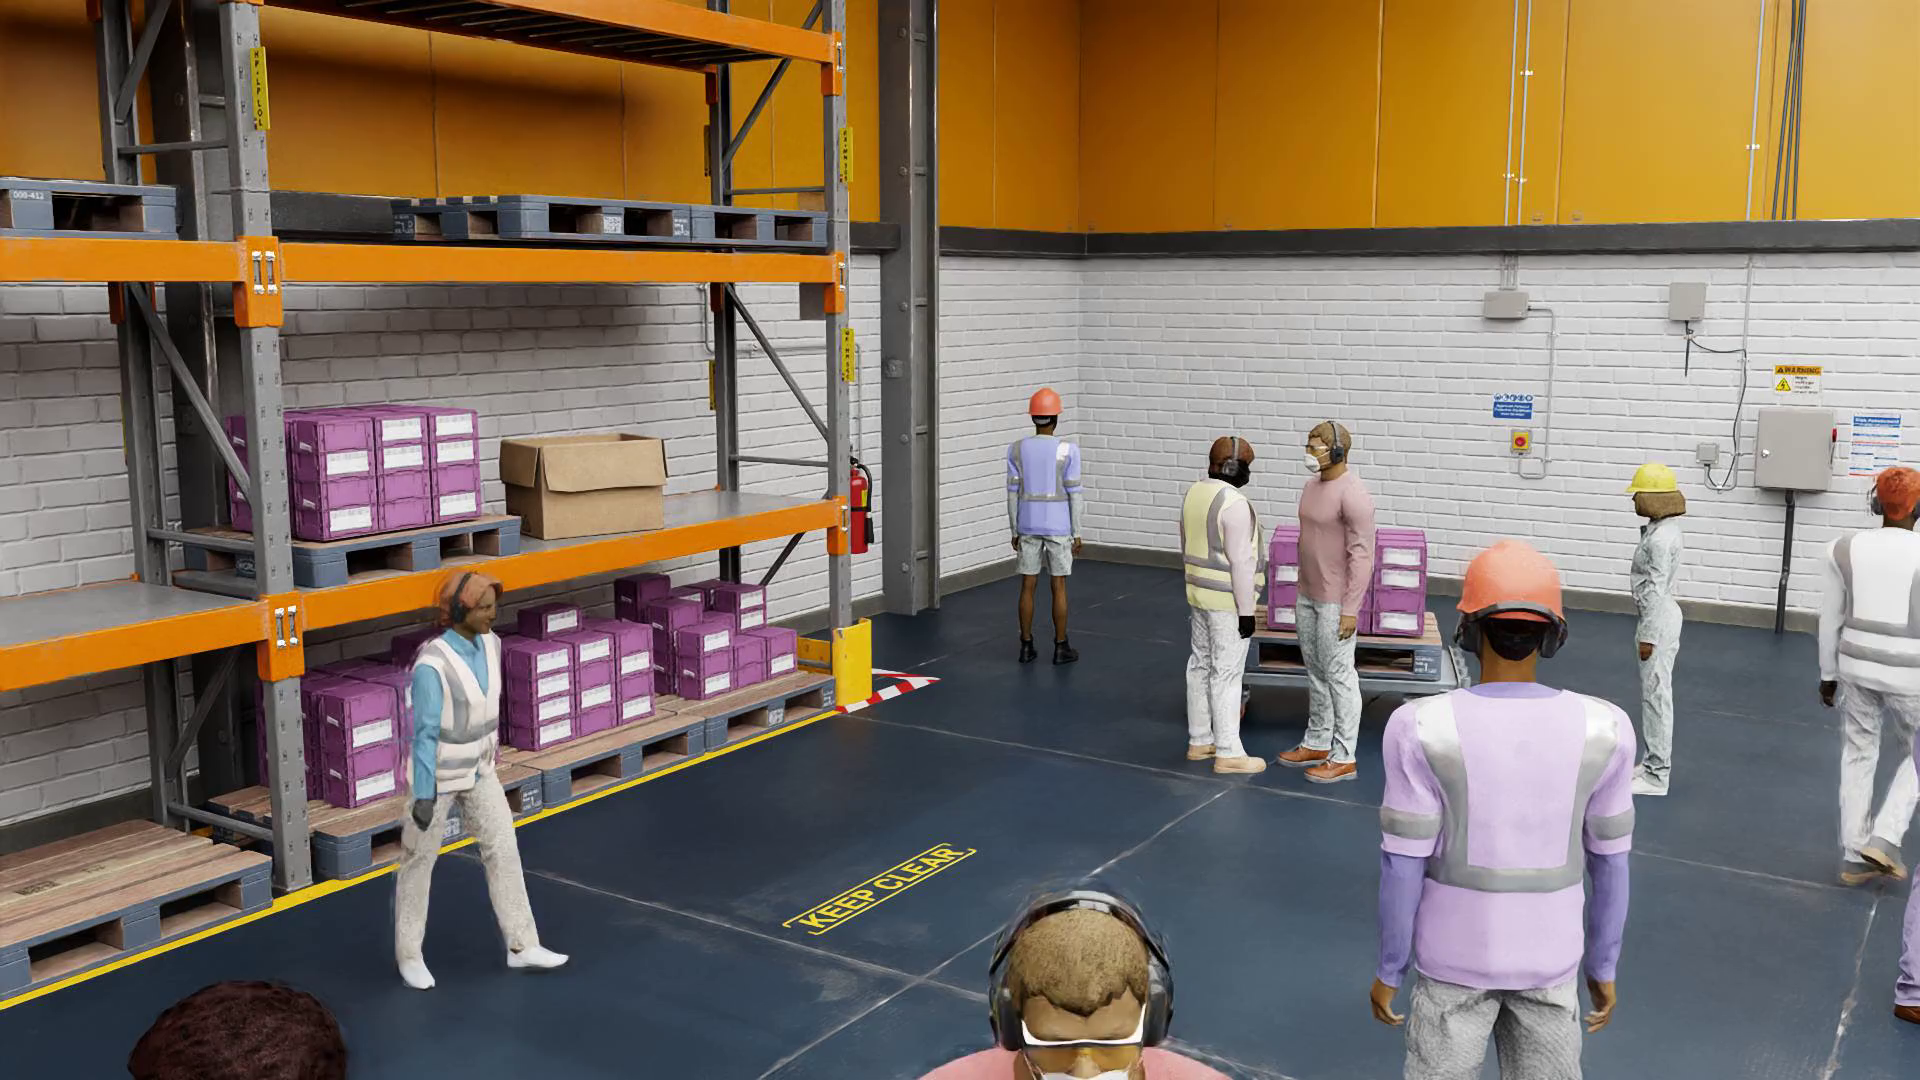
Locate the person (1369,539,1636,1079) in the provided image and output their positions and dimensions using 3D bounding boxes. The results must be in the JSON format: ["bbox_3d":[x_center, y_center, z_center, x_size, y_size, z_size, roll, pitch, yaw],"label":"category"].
[{"bbox_3d":[1.322,1.013,4.127,0.615,2.040,0.391,0,9,0],"label":"person"}]

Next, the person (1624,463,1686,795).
[{"bbox_3d":[3.606,0.462,8.709,0.320,1.738,0.485,4,10,24],"label":"person"}]

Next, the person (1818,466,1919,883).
[{"bbox_3d":[4.103,0.603,7.342,0.418,1.869,0.604,-7,11,-39],"label":"person"}]

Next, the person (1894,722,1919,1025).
[{"bbox_3d":[3.621,0.813,5.922,0.398,1.900,0.636,6,11,34],"label":"person"}]

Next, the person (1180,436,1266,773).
[{"bbox_3d":[1.451,0.348,9.124,0.429,1.837,0.621,-3,9,-20],"label":"person"}]

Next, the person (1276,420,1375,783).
[{"bbox_3d":[1.973,0.324,8.936,0.359,1.938,0.635,-2,9,-15],"label":"person"}]

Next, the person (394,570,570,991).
[{"bbox_3d":[-1.850,0.907,6.259,0.685,1.596,0.541,3,9,18],"label":"person"}]

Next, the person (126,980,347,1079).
[{"bbox_3d":[-0.736,1.425,1.898,0.466,1.907,0.644,-2,9,-11],"label":"person"}]

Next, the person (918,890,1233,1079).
[{"bbox_3d":[0.156,1.357,2.416,0.631,1.897,0.973,-1,9,-4],"label":"person"}]

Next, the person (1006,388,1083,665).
[{"bbox_3d":[0.597,-0.092,11.636,0.545,1.942,0.351,3,9,18],"label":"person"}]
